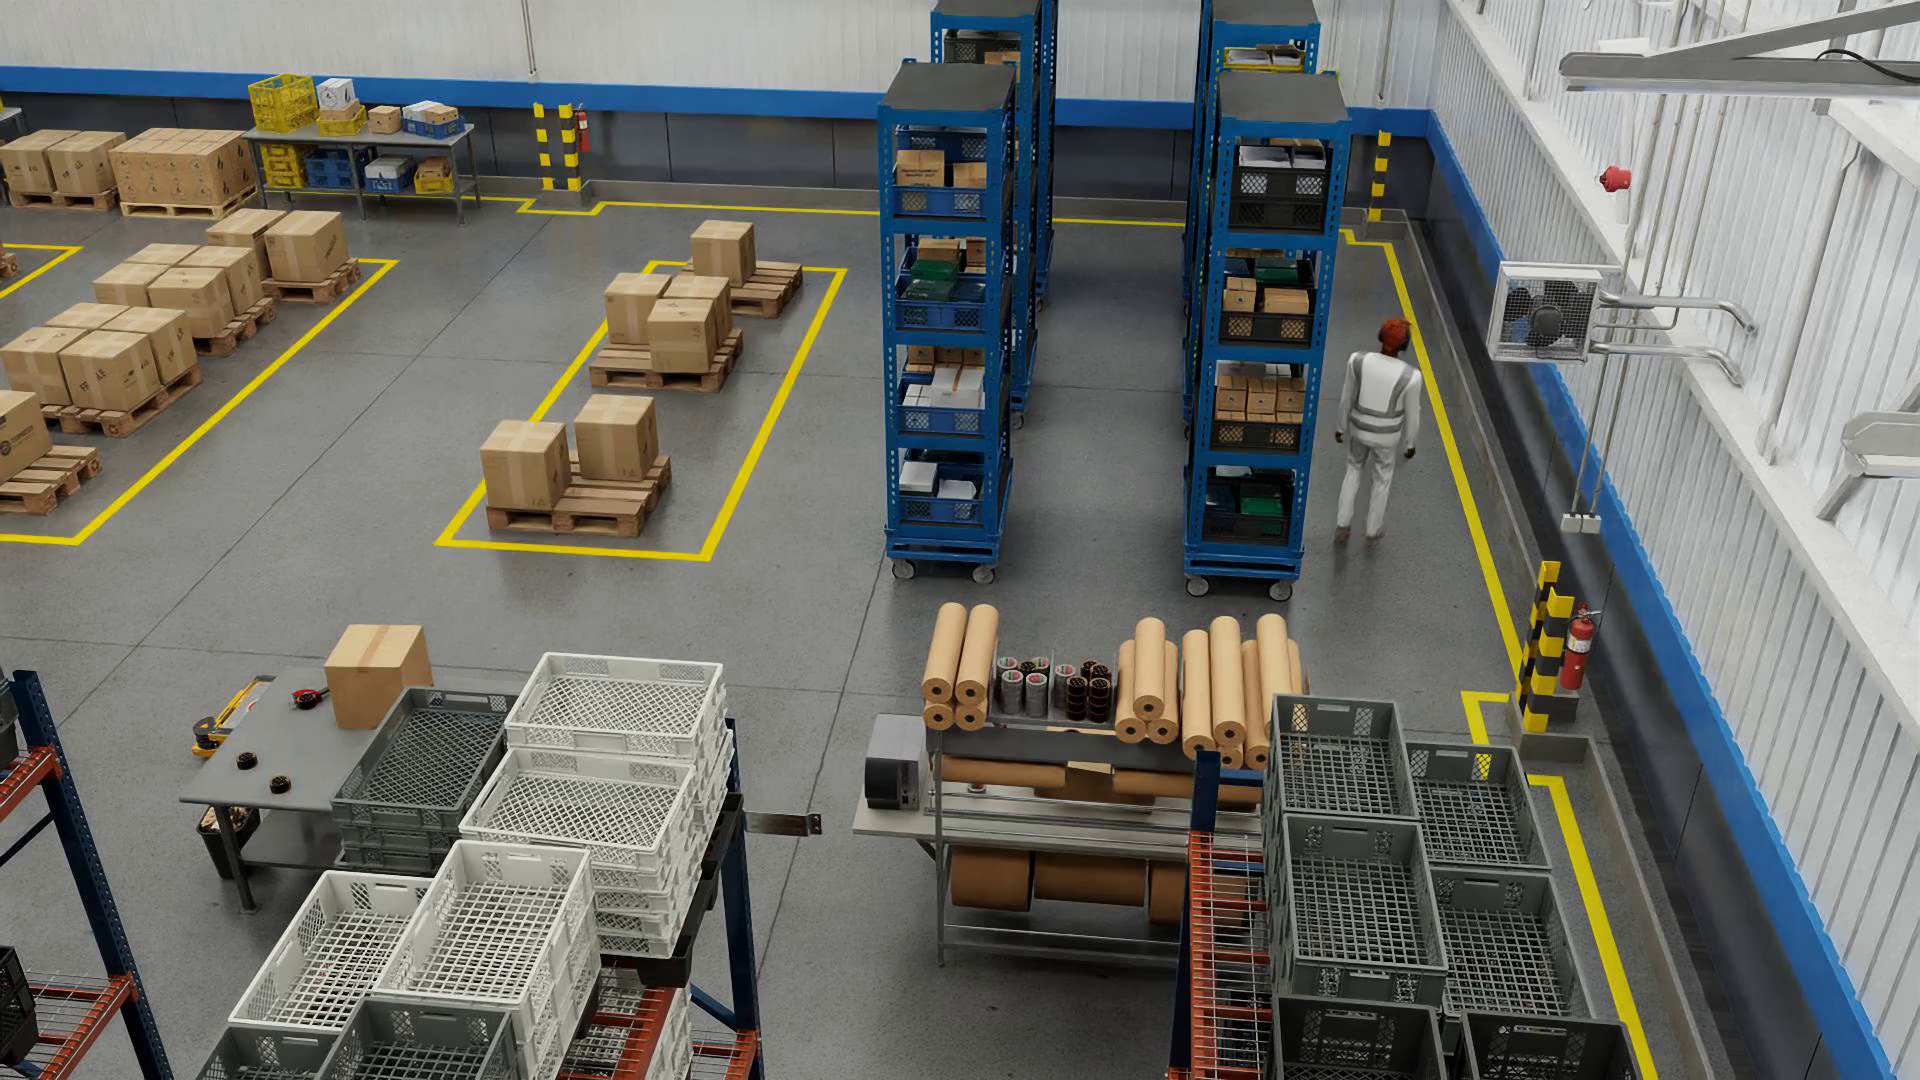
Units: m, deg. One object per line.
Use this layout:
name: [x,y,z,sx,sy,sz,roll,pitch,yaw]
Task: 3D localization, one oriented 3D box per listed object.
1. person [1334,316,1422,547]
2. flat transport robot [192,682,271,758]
person: [3.119,-0.798,12.440,0.598,1.883,0.397,18,35,28]
flat transport robot: [-4.089,1.163,10.648,1.431,0.197,0.652,3,30,6]
